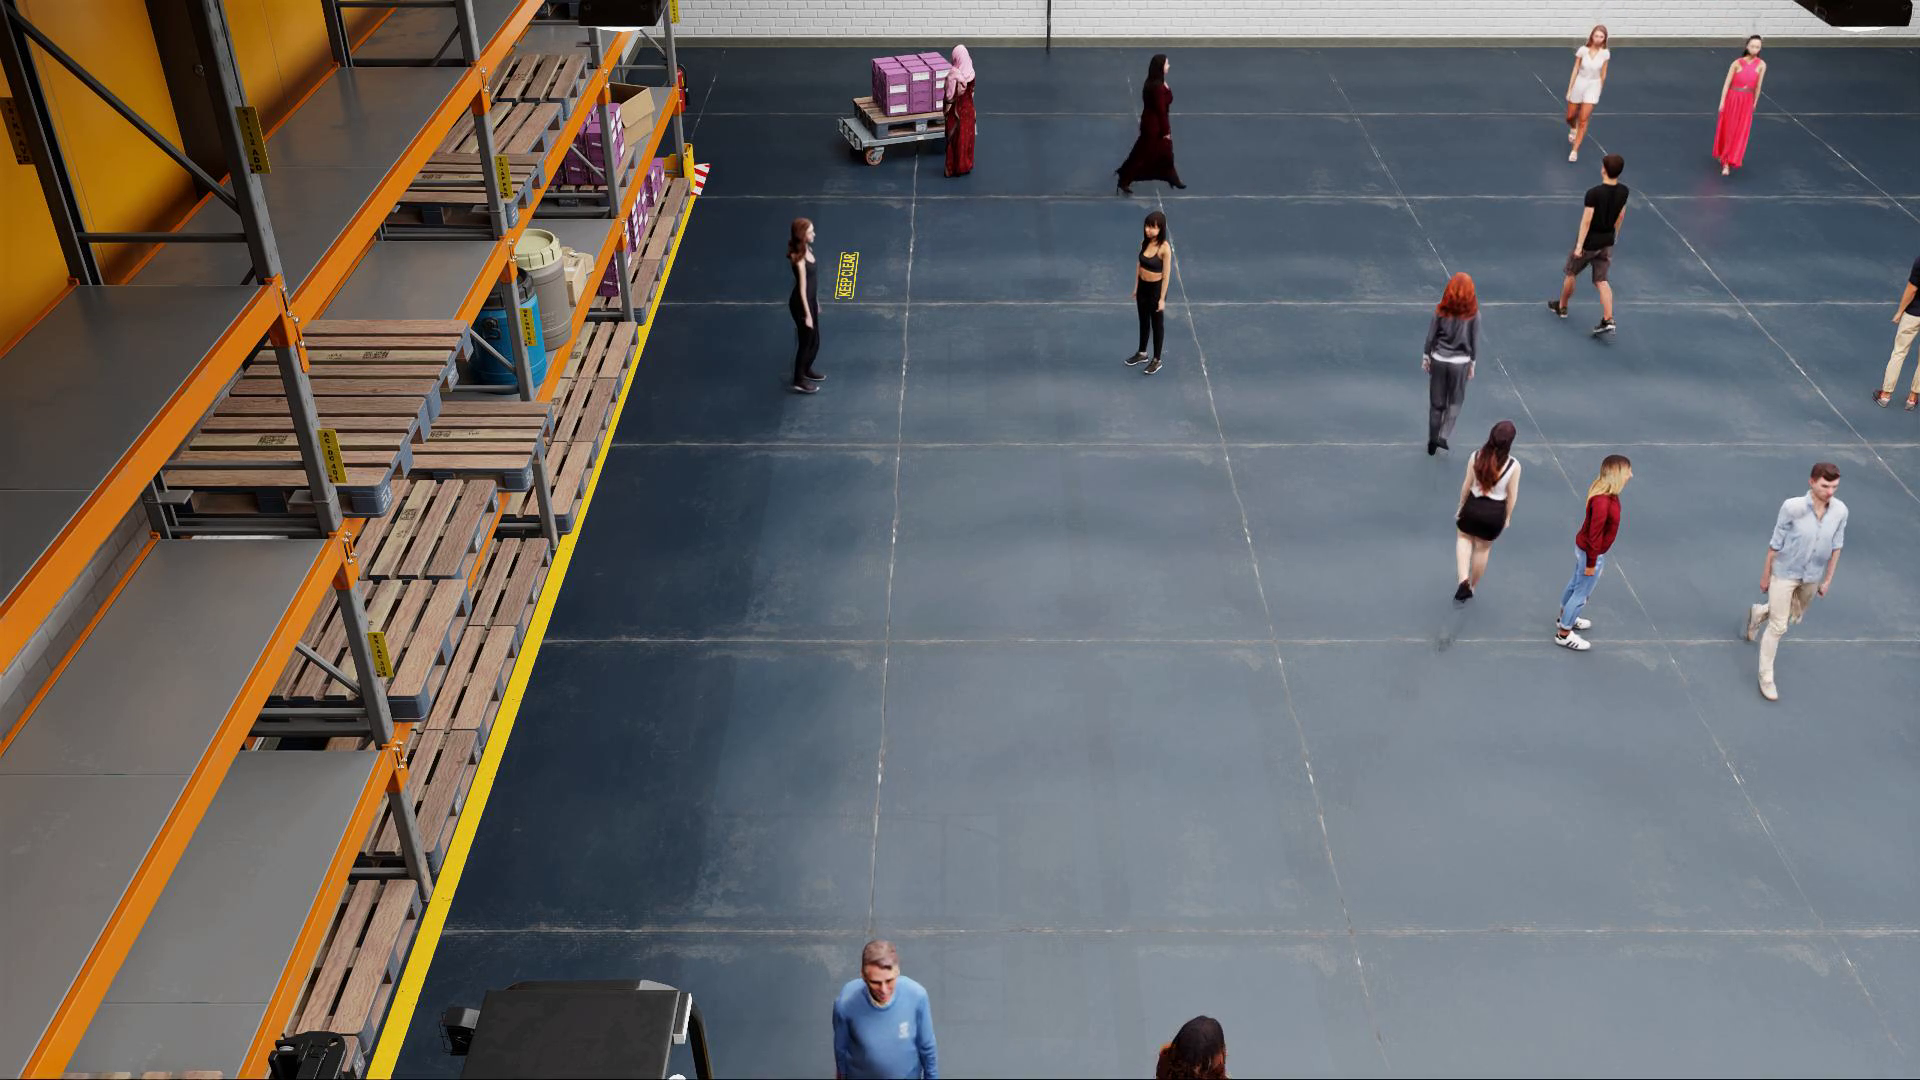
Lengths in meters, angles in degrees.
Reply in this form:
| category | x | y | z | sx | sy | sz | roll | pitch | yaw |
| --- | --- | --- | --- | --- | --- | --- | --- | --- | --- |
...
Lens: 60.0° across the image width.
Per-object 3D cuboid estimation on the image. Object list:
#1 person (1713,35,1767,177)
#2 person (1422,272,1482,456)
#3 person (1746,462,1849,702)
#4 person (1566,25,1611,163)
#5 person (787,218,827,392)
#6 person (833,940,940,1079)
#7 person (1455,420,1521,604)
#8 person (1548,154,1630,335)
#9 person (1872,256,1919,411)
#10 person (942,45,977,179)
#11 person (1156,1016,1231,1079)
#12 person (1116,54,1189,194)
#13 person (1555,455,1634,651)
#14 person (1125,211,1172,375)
| category | x | y | z | sx | sy | sz | roll | pitch | yaw |
| --- | --- | --- | --- | --- | --- | --- | --- | --- | --- |
| person | 9.655 | -5.414 | 20.682 | 0.844 | 1.667 | 1.217 | 10 | 35 | 15 |
| person | 4.316 | -1.496 | 14.693 | 0.710 | 1.772 | 0.732 | 12 | 35 | 17 |
| person | 6.041 | 0.203 | 12.091 | 0.651 | 1.823 | 1.071 | 1 | 34 | 1 |
| person | 7.941 | -5.712 | 21.117 | 0.806 | 1.682 | 1.022 | 13 | 36 | 19 |
| person | -1.500 | -2.254 | 15.861 | 0.638 | 1.742 | 0.466 | 2 | 34 | 4 |
| person | -0.381 | 2.629 | 8.485 | 0.823 | 1.774 | 1.252 | -6 | 34 | -9 |
| person | 4.013 | -0.150 | 12.795 | 0.695 | 1.632 | 0.788 | 12 | 35 | 17 |
| person | 6.500 | -2.965 | 16.843 | 0.903 | 1.838 | 1.269 | -8 | 35 | -12 |
| person | 8.999 | -2.087 | 15.504 | 0.690 | 1.859 | 0.637 | 11 | 35 | 15 |
| person | -0.001 | -5.311 | 20.553 | 0.761 | 1.638 | 0.818 | -28 | 43 | -35 |
| person | 1.045 | 2.971 | 8.033 | 0.827 | 1.706 | 0.873 | 24 | 41 | 32 |
| person | 2.230 | -4.915 | 19.898 | 0.733 | 1.705 | 1.049 | 1 | 34 | 1 |
| person | 4.736 | 0.070 | 12.465 | 0.708 | 1.631 | 0.538 | 10 | 35 | 15 |
| person | 1.879 | -2.432 | 16.217 | 0.682 | 1.643 | 0.611 | -26 | 42 | -33 |
